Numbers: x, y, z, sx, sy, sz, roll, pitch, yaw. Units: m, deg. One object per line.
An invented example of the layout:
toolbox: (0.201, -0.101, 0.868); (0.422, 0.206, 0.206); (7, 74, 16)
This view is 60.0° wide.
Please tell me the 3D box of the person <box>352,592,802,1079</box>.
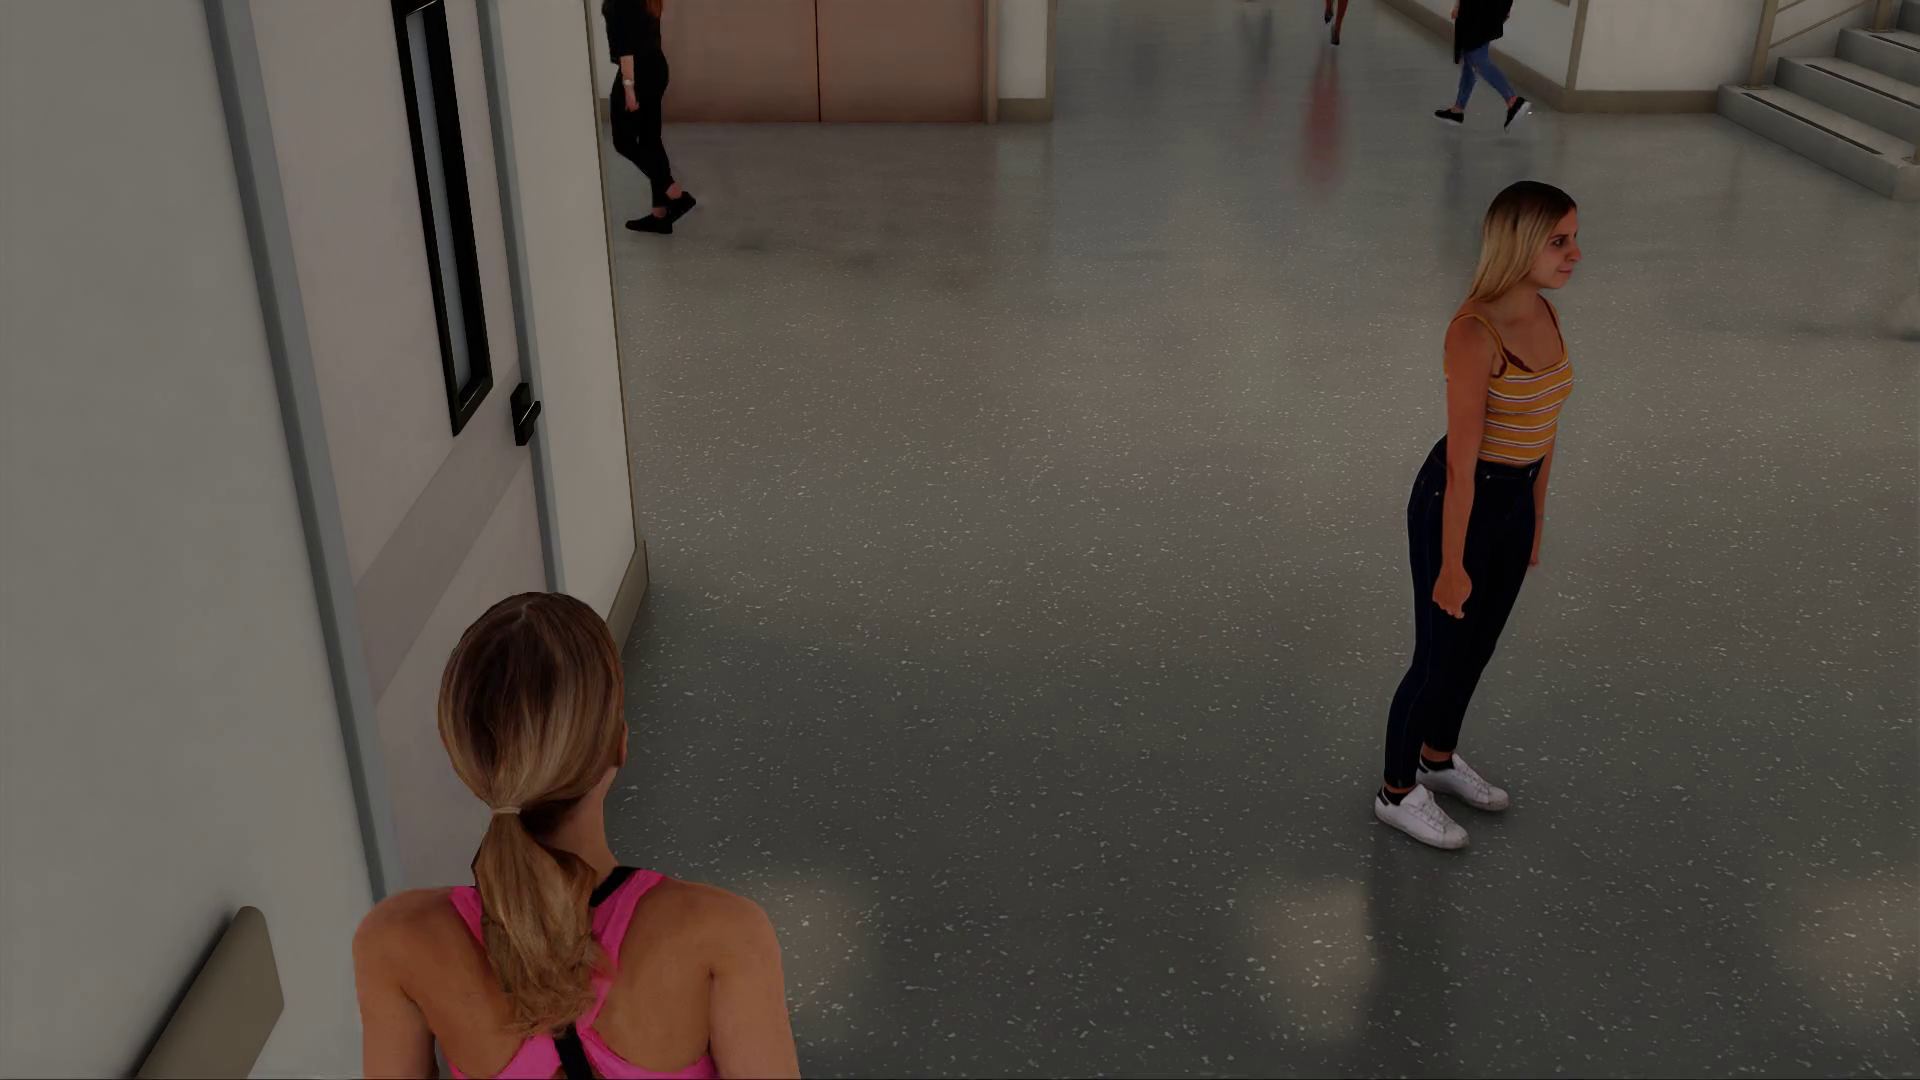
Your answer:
person: (-0.372, 0.915, 1.776); (0.566, 1.777, 0.701); (-1, 26, -2)

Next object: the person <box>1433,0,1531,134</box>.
person: (3.600, -3.558, 11.184); (1.099, 1.661, 1.070); (-17, 30, -31)

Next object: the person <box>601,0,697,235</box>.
person: (-1.607, -2.449, 8.840); (0.830, 1.699, 0.747); (9, 27, 18)

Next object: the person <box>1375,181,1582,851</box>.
person: (1.210, -0.037, 3.923); (0.628, 1.627, 0.698); (-21, 33, -36)
